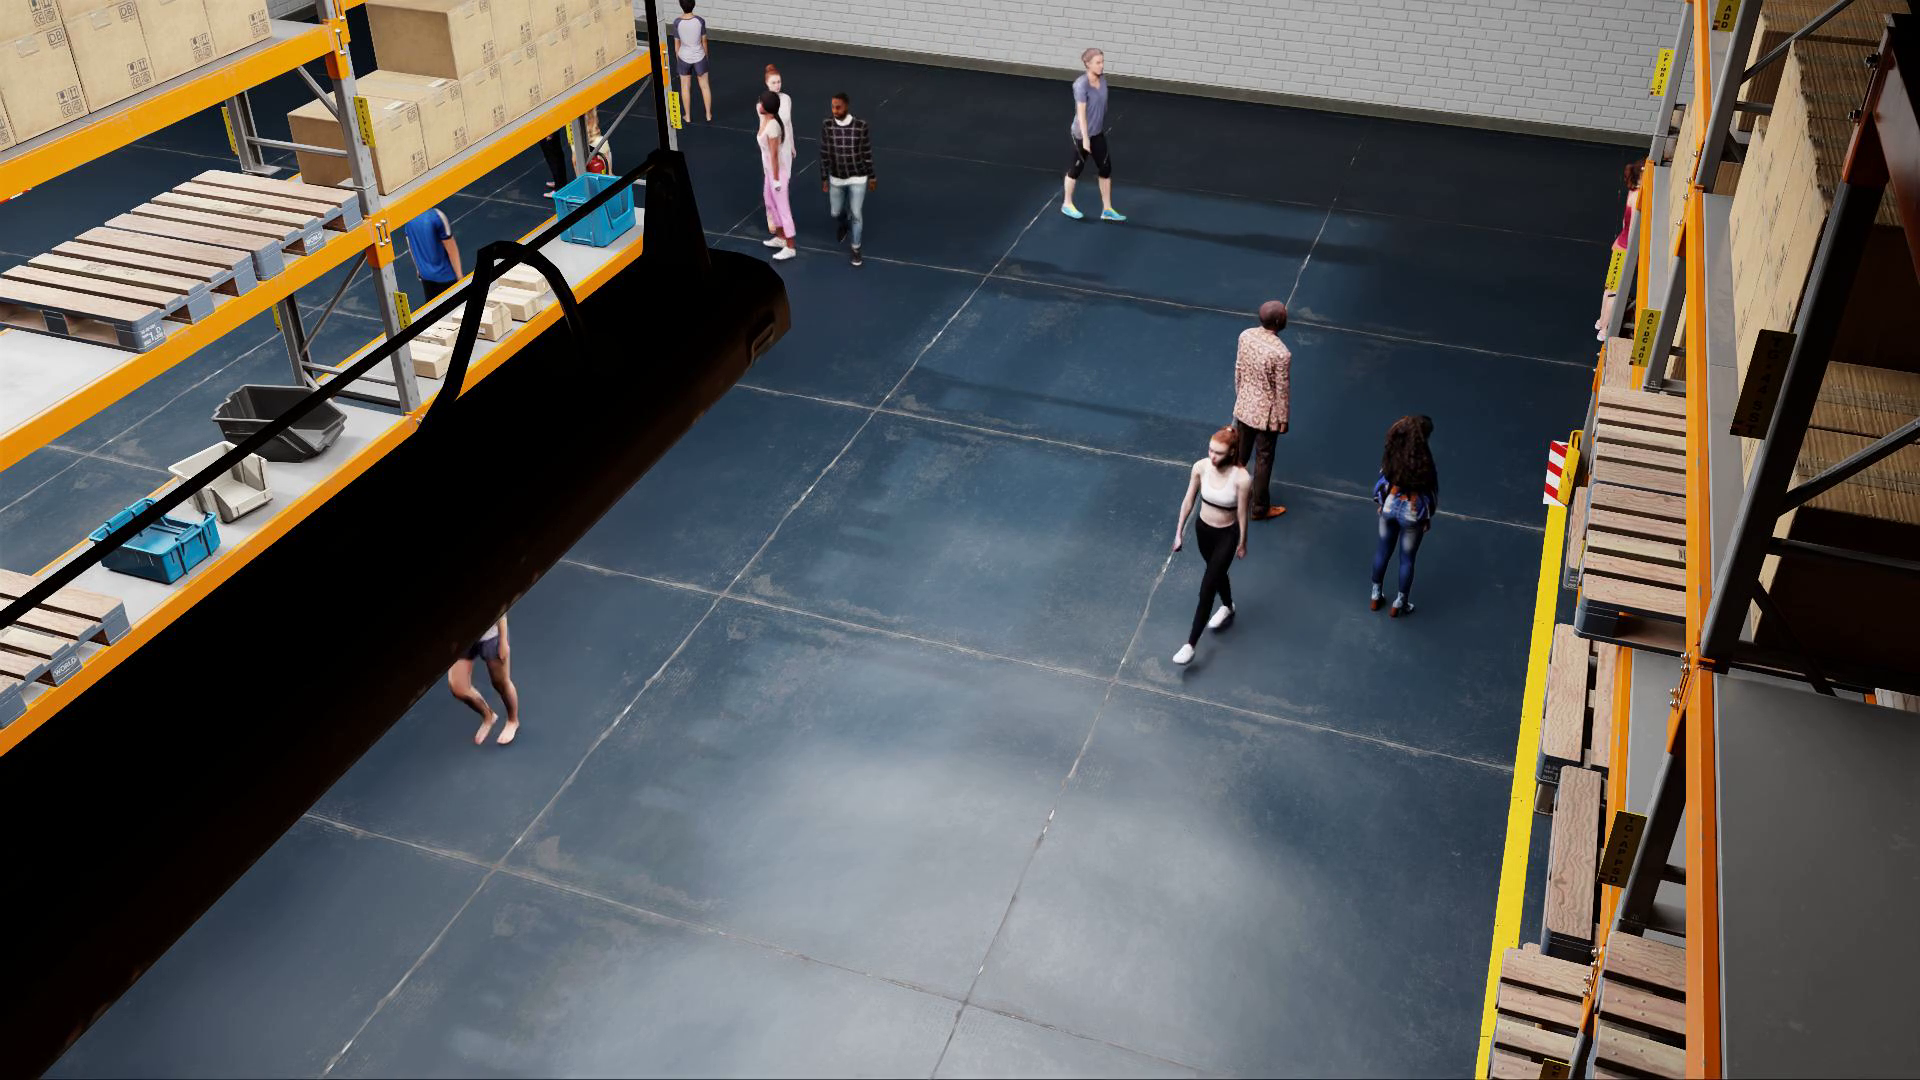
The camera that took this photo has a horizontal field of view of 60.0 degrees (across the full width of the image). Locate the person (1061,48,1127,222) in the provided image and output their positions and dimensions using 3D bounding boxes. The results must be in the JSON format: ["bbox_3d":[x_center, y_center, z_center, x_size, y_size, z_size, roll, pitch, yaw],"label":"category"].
[{"bbox_3d":[1.290,-4.327,17.770,1.049,1.853,0.998,-27,42,-34],"label":"person"}]

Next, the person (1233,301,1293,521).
[{"bbox_3d":[2.314,-1.012,12.824,0.790,1.808,0.781,-22,39,-29],"label":"person"}]

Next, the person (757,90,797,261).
[{"bbox_3d":[-1.854,-3.732,16.982,0.744,1.736,0.653,-7,34,-10],"label":"person"}]

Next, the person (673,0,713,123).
[{"bbox_3d":[-3.294,-5.942,20.463,0.652,1.562,0.680,-7,34,-10],"label":"person"}]

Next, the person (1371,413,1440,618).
[{"bbox_3d":[3.130,-0.182,11.750,0.678,1.615,0.672,27,42,34],"label":"person"}]

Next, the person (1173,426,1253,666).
[{"bbox_3d":[1.815,-0.038,11.460,0.859,1.697,1.204,24,40,31],"label":"person"}]

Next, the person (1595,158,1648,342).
[{"bbox_3d":[6.190,-2.699,15.412,0.637,1.753,0.513,8,34,12],"label":"person"}]

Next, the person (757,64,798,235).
[{"bbox_3d":[-1.924,-4.101,17.485,0.596,1.793,0.708,-24,40,-31],"label":"person"}]

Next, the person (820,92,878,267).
[{"bbox_3d":[-1.126,-3.719,16.912,0.866,1.792,1.004,3,34,5],"label":"person"}]
